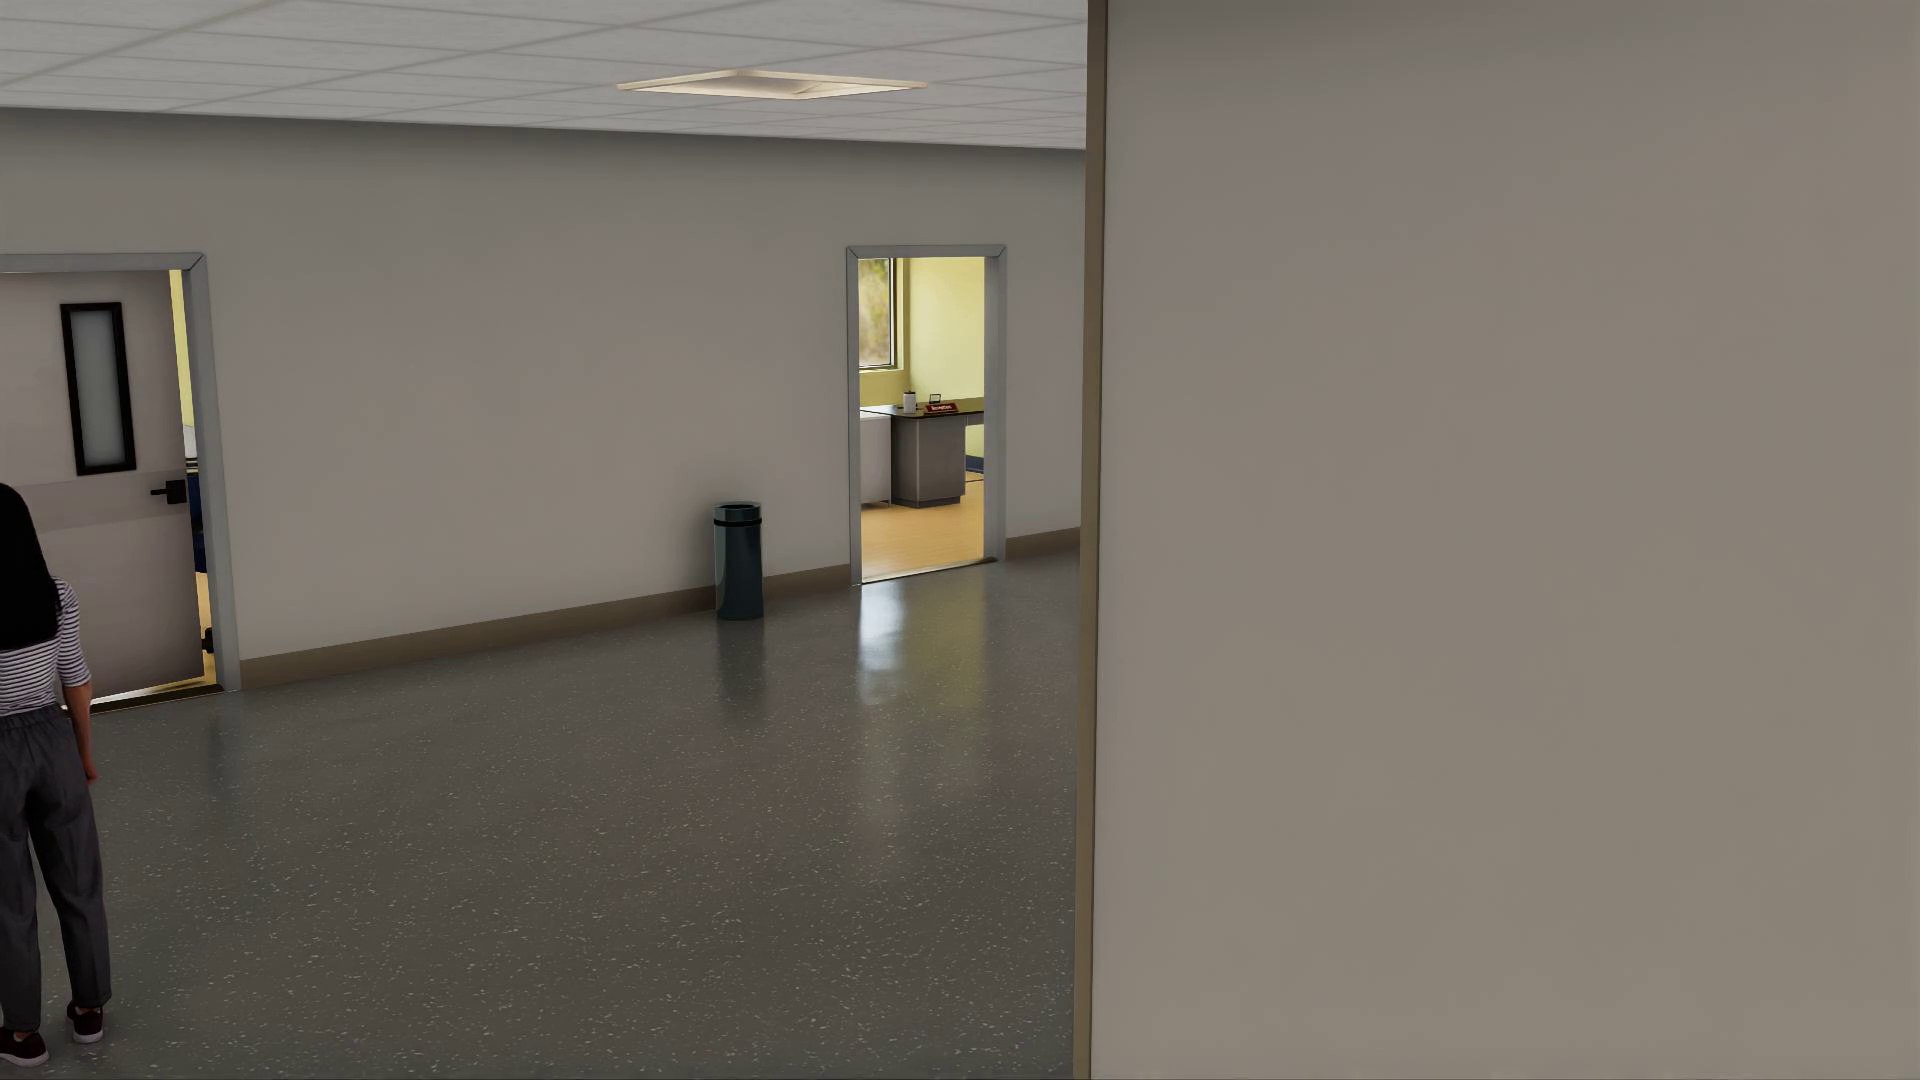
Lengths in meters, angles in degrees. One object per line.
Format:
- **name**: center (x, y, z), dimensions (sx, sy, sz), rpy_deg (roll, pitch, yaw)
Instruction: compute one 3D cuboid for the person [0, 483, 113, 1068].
- **person**: center (-2.754, 0.678, 4.882), dimensions (0.693, 1.736, 0.512), rpy_deg (9, 14, 39)
